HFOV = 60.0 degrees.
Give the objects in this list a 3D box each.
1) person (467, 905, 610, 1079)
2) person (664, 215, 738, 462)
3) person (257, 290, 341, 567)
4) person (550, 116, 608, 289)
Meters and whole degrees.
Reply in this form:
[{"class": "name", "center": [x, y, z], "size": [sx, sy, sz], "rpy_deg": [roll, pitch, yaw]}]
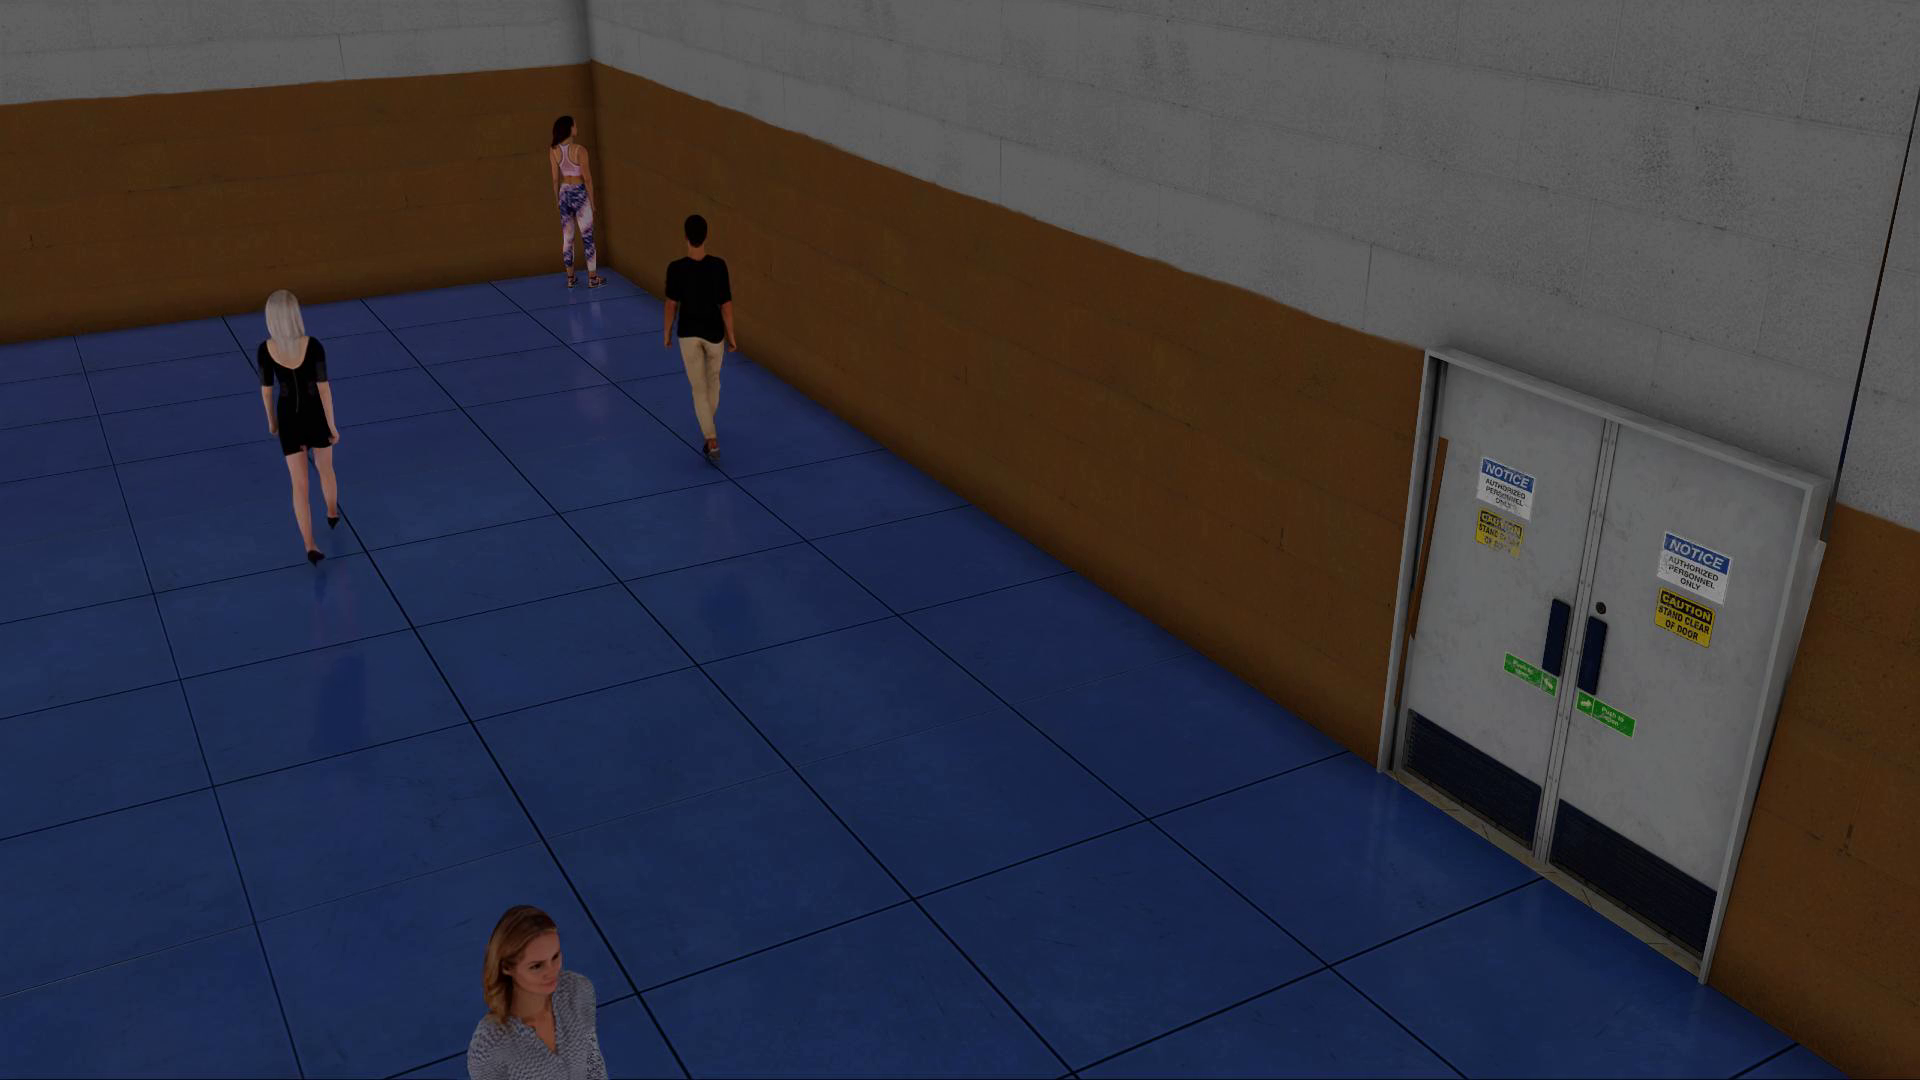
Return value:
[{"class": "person", "center": [-1.309, 1.845, 5.035], "size": [0.790, 1.786, 0.715], "rpy_deg": [17, 29, 34]}, {"class": "person", "center": [-1.942, -1.485, 12.591], "size": [1.132, 1.805, 0.864], "rpy_deg": [-8, 25, -18]}, {"class": "person", "center": [-4.293, -0.689, 10.834], "size": [1.164, 1.779, 0.892], "rpy_deg": [-5, 24, -12]}, {"class": "person", "center": [-4.009, -3.522, 17.324], "size": [0.662, 1.767, 0.731], "rpy_deg": [5, 24, 11]}]
